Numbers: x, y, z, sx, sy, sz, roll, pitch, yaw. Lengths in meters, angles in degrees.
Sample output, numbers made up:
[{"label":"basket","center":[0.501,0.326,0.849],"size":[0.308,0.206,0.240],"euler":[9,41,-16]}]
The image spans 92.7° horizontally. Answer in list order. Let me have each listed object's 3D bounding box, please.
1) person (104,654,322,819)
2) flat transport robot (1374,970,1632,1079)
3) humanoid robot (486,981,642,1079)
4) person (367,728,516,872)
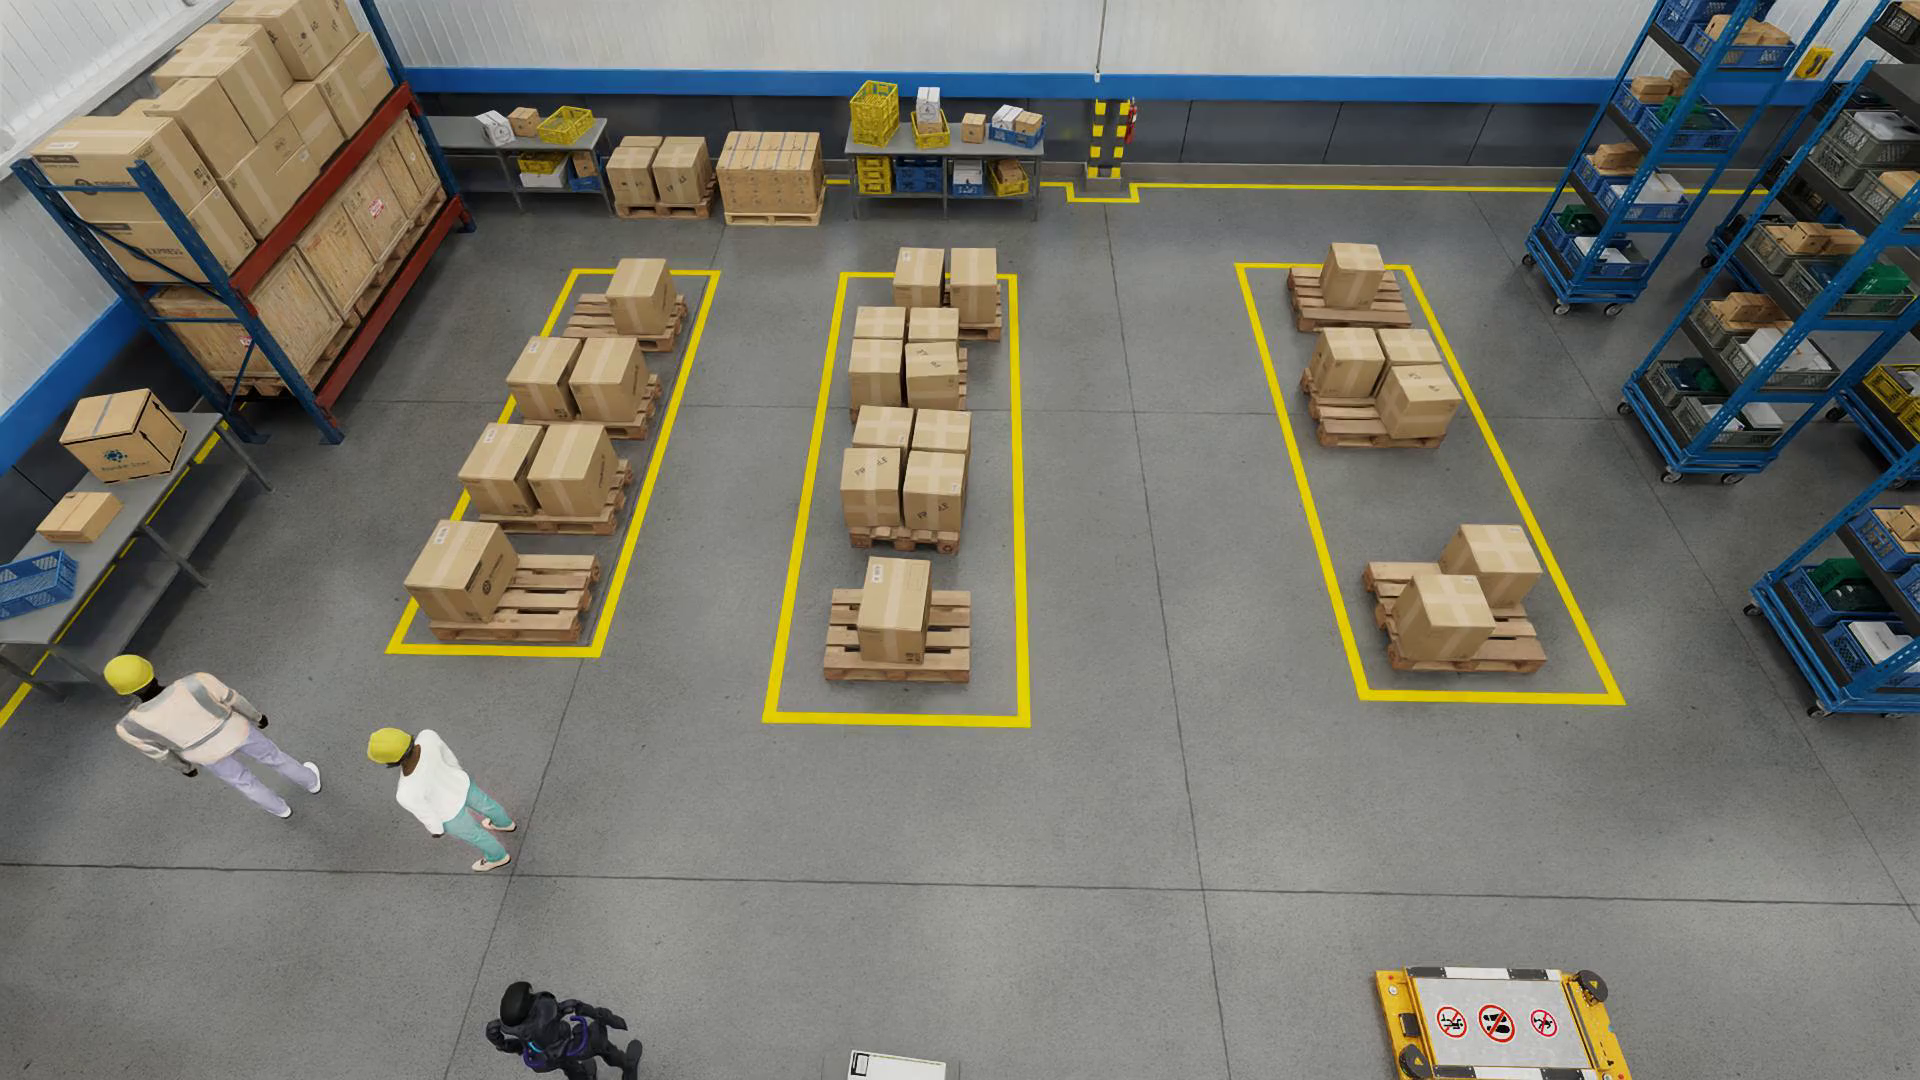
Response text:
[{"label":"person","center":[-5.118,1.366,6.302],"size":[0.366,1.928,0.585],"euler":[32,58,23]},{"label":"flat transport robot","center":[3.501,3.133,5.914],"size":[1.431,0.197,0.652],"euler":[1,51,1]},{"label":"humanoid robot","center":[-2.261,2.855,5.241],"size":[0.608,1.657,0.321],"euler":[-13,52,-10]},{"label":"person","center":[-3.433,1.719,6.117],"size":[0.306,1.768,0.524],"euler":[-4,51,-3]}]
